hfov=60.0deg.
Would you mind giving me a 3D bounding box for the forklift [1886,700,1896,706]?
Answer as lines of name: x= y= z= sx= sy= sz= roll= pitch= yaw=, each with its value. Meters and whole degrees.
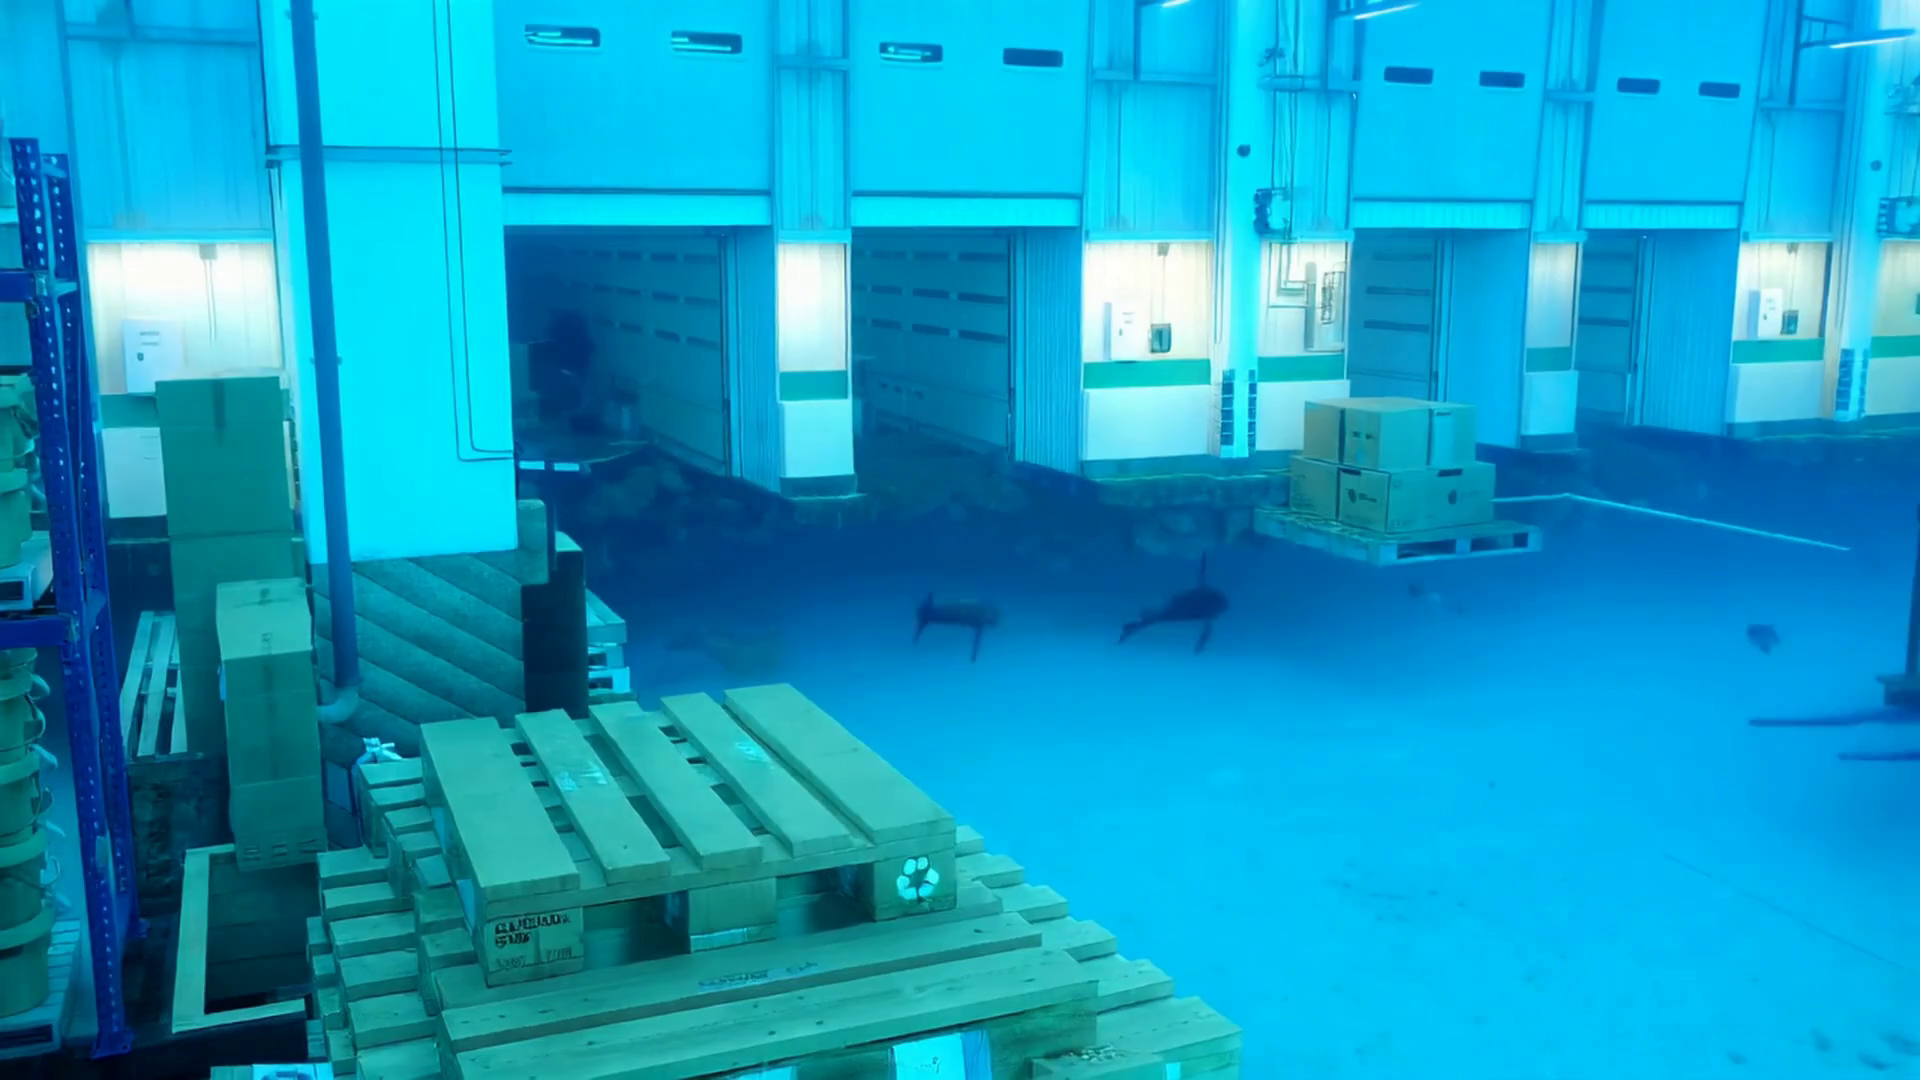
forklift: x=6.358 y=-0.334 z=9.026 sx=1.873 sy=2.768 sz=1.129 roll=-3 pitch=11 yaw=-16
